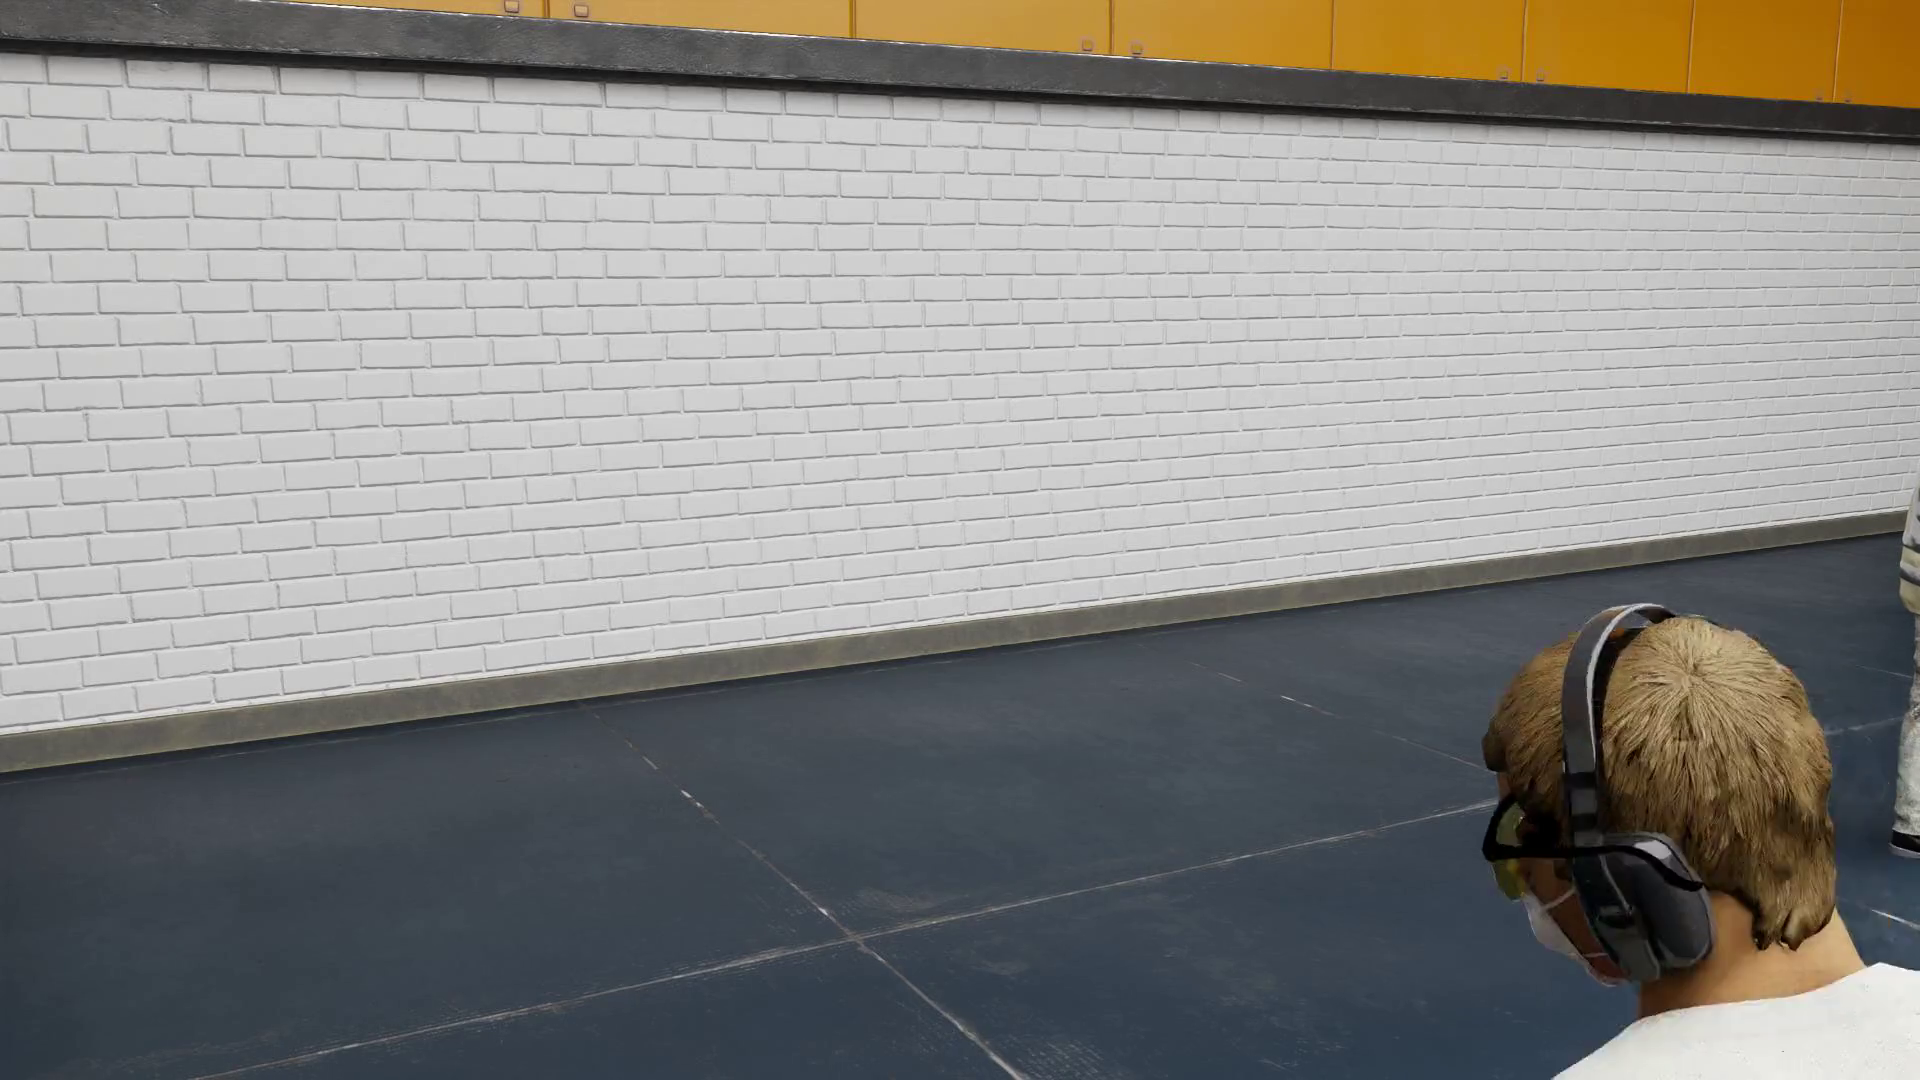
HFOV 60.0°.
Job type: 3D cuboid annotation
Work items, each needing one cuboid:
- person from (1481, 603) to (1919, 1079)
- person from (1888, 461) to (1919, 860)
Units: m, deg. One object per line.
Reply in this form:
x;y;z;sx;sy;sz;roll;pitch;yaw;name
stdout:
0.600;0.999;1.149;0.658;1.886;0.943;-1;10;-6;person
3.516;0.220;5.819;0.403;1.825;0.596;8;13;39;person
